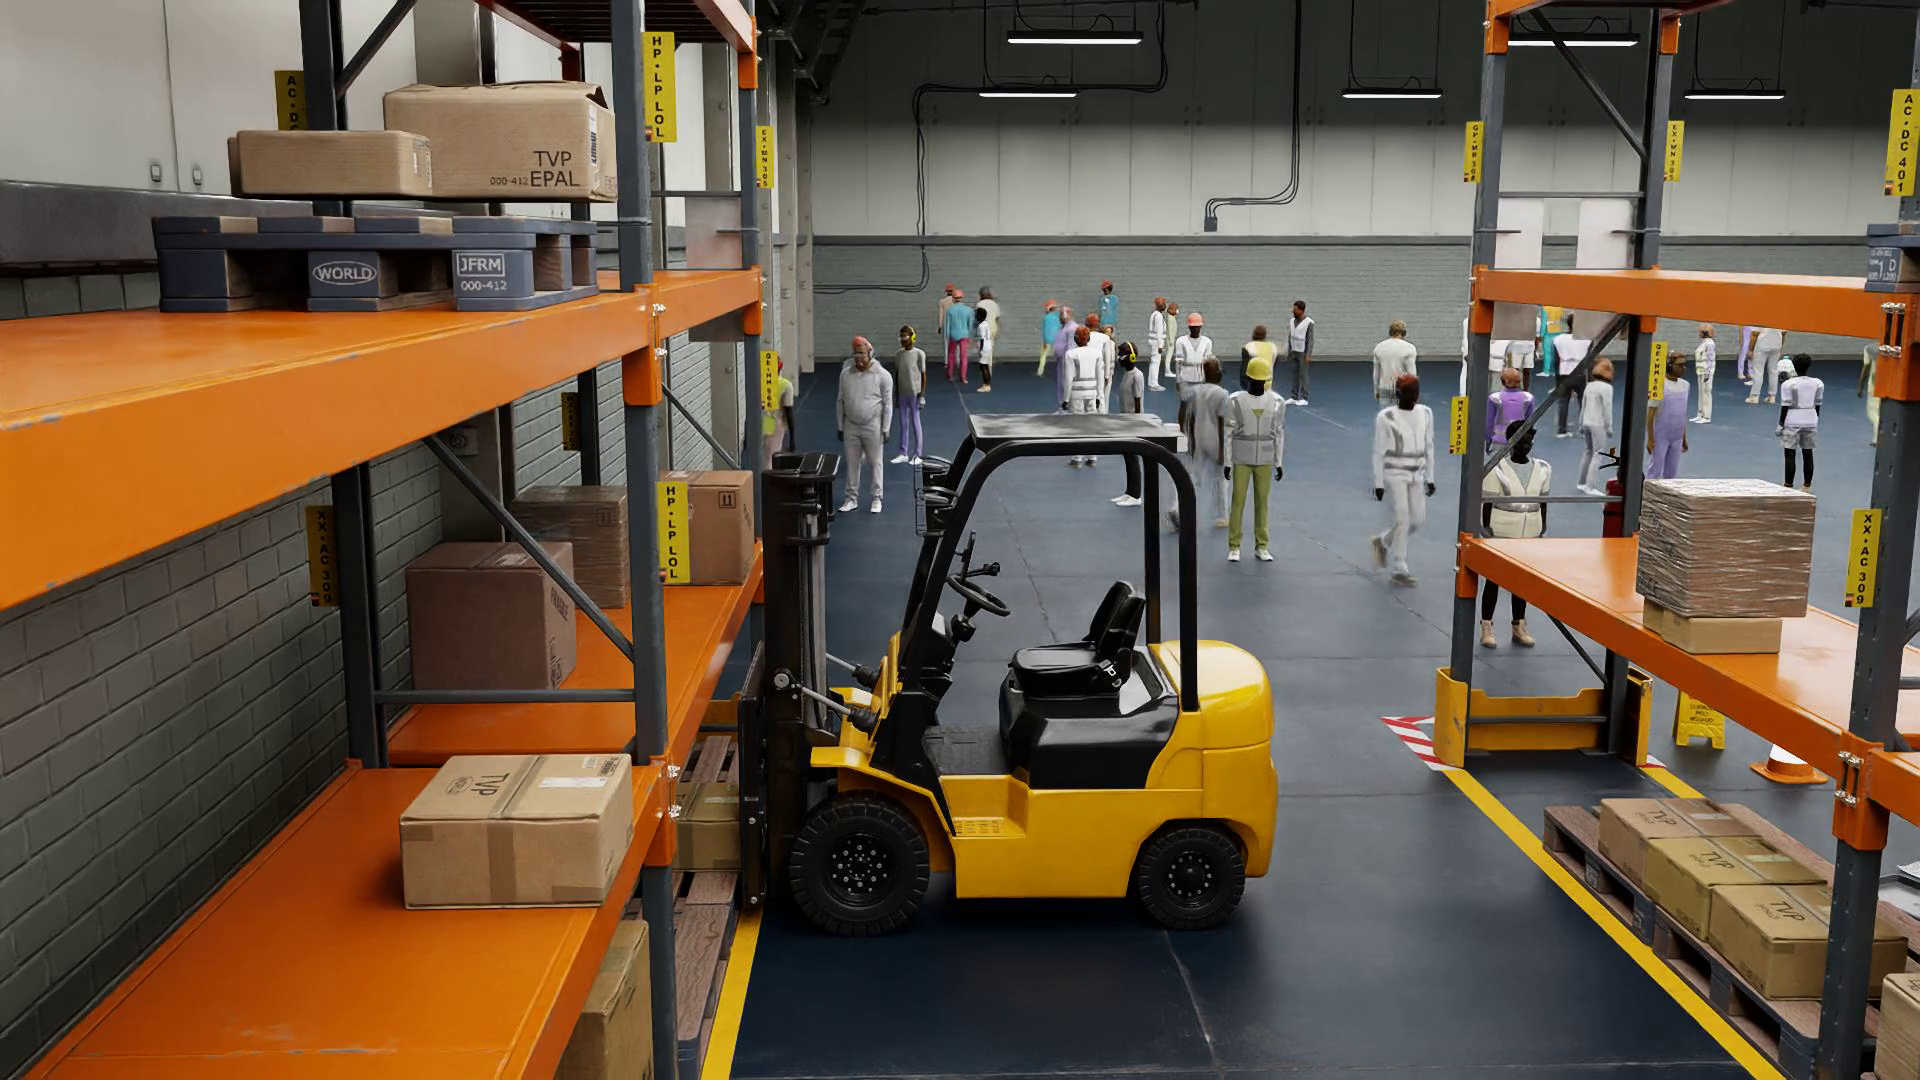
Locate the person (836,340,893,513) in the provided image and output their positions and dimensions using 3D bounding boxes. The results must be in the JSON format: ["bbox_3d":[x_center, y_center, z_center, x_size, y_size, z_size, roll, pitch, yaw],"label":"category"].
[{"bbox_3d":[-1.073,-1.245,18.368,0.636,1.911,0.405,3,11,17],"label":"person"}]

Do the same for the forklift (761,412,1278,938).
[{"bbox_3d":[0.291,0.548,7.580,2.313,2.155,1.214,0,10,-2],"label":"forklift"}]

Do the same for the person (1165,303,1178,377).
[{"bbox_3d":[4.697,-4.442,36.939,0.266,1.631,0.507,2,10,11],"label":"person"}]

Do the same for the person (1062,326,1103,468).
[{"bbox_3d":[1.623,-1.896,22.062,0.573,1.883,0.354,-5,11,-26],"label":"person"}]

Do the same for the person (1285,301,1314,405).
[{"bbox_3d":[6.249,-3.431,30.531,0.398,1.915,0.588,-6,12,-29],"label":"person"}]

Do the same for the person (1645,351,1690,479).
[{"bbox_3d":[7.495,-1.079,17.615,0.514,1.844,0.336,-4,11,-21],"label":"person"}]

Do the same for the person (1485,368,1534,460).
[{"bbox_3d":[5.942,-1.044,18.022,0.514,1.634,0.313,1,10,5],"label":"person"}]

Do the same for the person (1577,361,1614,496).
[{"bbox_3d":[7.530,-1.332,19.761,0.468,1.594,0.683,-2,10,-10],"label":"person"}]

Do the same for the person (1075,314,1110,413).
[{"bbox_3d":[2.030,-2.529,25.583,0.582,1.882,0.338,-3,11,-18],"label":"person"}]

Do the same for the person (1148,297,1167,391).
[{"bbox_3d":[3.977,-3.947,33.527,0.346,1.876,0.571,-1,10,-3],"label":"person"}]

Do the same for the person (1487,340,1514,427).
[{"bbox_3d":[8.417,-2.655,26.444,0.664,1.827,0.585,-8,13,-39],"label":"person"}]

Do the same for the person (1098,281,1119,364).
[{"bbox_3d":[3.597,-5.298,40.590,0.383,2.036,0.605,10,14,43],"label":"person"}]

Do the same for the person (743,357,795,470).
[{"bbox_3d":[-2.060,-1.121,18.028,0.635,1.799,0.685,6,12,29],"label":"person"}]

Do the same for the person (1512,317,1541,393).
[{"bbox_3d":[10.482,-3.534,30.953,0.603,1.967,0.367,0,10,2],"label":"person"}]

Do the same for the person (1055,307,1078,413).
[{"bbox_3d":[1.836,-3.018,28.335,0.585,1.875,0.723,-2,10,-11],"label":"person"}]

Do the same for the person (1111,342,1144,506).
[{"bbox_3d":[1.919,-1.314,18.896,0.335,1.860,0.508,-2,10,-10],"label":"person"}]

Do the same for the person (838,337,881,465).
[{"bbox_3d":[-1.352,-1.886,22.508,0.568,1.713,0.791,3,11,18],"label":"person"}]

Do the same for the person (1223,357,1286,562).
[{"bbox_3d":[2.754,-0.753,15.585,0.586,1.923,0.371,-1,10,-4],"label":"person"}]

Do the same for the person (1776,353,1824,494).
[{"bbox_3d":[9.825,-1.340,19.486,0.529,1.694,0.321,-2,10,-8],"label":"person"}]

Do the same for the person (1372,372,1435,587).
[{"bbox_3d":[3.863,-0.552,14.614,0.597,1.868,0.633,-5,11,-25],"label":"person"}]

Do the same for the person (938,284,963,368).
[{"bbox_3d":[-0.226,-5.090,39.550,0.621,1.990,0.396,-3,11,-15],"label":"person"}]

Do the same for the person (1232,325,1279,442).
[{"bbox_3d":[4.324,-2.231,24.221,0.640,1.780,0.982,-4,11,-20],"label":"person"}]

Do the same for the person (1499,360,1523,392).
[{"bbox_3d":[10.651,-3.545,32.036,0.799,1.588,0.532,-4,11,-21],"label":"person"}]

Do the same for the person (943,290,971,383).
[{"bbox_3d":[-0.060,-4.358,35.584,0.608,1.955,0.949,-2,10,-12],"label":"person"}]

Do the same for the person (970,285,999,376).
[{"bbox_3d":[0.527,-4.667,37.057,0.538,2.000,0.695,10,14,43],"label":"person"}]

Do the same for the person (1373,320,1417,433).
[{"bbox_3d":[5.920,-2.033,22.701,0.363,1.932,0.631,-10,14,-43],"label":"person"}]

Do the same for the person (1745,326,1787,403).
[{"bbox_3d":[14.931,-3.559,30.889,0.678,2.000,0.537,-1,10,-6],"label":"person"}]

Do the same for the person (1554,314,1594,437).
[{"bbox_3d":[9.370,-2.497,25.392,0.629,1.891,0.448,5,12,28],"label":"person"}]

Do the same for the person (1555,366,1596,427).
[{"bbox_3d":[10.003,-2.671,26.616,0.950,1.792,0.536,10,14,43],"label":"person"}]

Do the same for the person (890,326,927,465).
[{"bbox_3d":[-0.683,-1.942,22.352,0.519,1.873,0.335,7,13,36],"label":"person"}]

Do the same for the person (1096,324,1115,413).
[{"bbox_3d":[2.377,-2.726,27.377,0.315,1.636,0.514,8,13,39],"label":"person"}]

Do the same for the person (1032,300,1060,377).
[{"bbox_3d":[2.012,-4.436,36.678,0.850,1.718,0.577,9,14,42],"label":"person"}]

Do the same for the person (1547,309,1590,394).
[{"bbox_3d":[12.034,-3.680,32.535,0.913,1.693,0.505,2,10,9],"label":"person"}]

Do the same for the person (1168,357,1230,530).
[{"bbox_3d":[2.524,-0.983,17.187,0.850,1.821,0.515,-9,14,-41],"label":"person"}]

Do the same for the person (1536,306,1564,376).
[{"bbox_3d":[13.149,-4.600,37.019,0.591,1.922,0.392,-5,11,-27],"label":"person"}]

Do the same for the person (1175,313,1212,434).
[{"bbox_3d":[3.461,-2.391,24.666,0.542,1.939,0.369,-1,10,-4],"label":"person"}]

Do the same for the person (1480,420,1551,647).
[{"bbox_3d":[4.091,-0.045,12.270,0.540,1.695,0.317,-1,10,-8],"label":"person"}]

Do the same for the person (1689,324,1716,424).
[{"bbox_3d":[12.282,-2.737,27.431,0.314,1.636,0.516,2,10,11],"label":"person"}]

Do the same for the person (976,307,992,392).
[{"bbox_3d":[0.466,-3.779,33.102,0.320,1.693,0.540,2,10,10],"label":"person"}]
